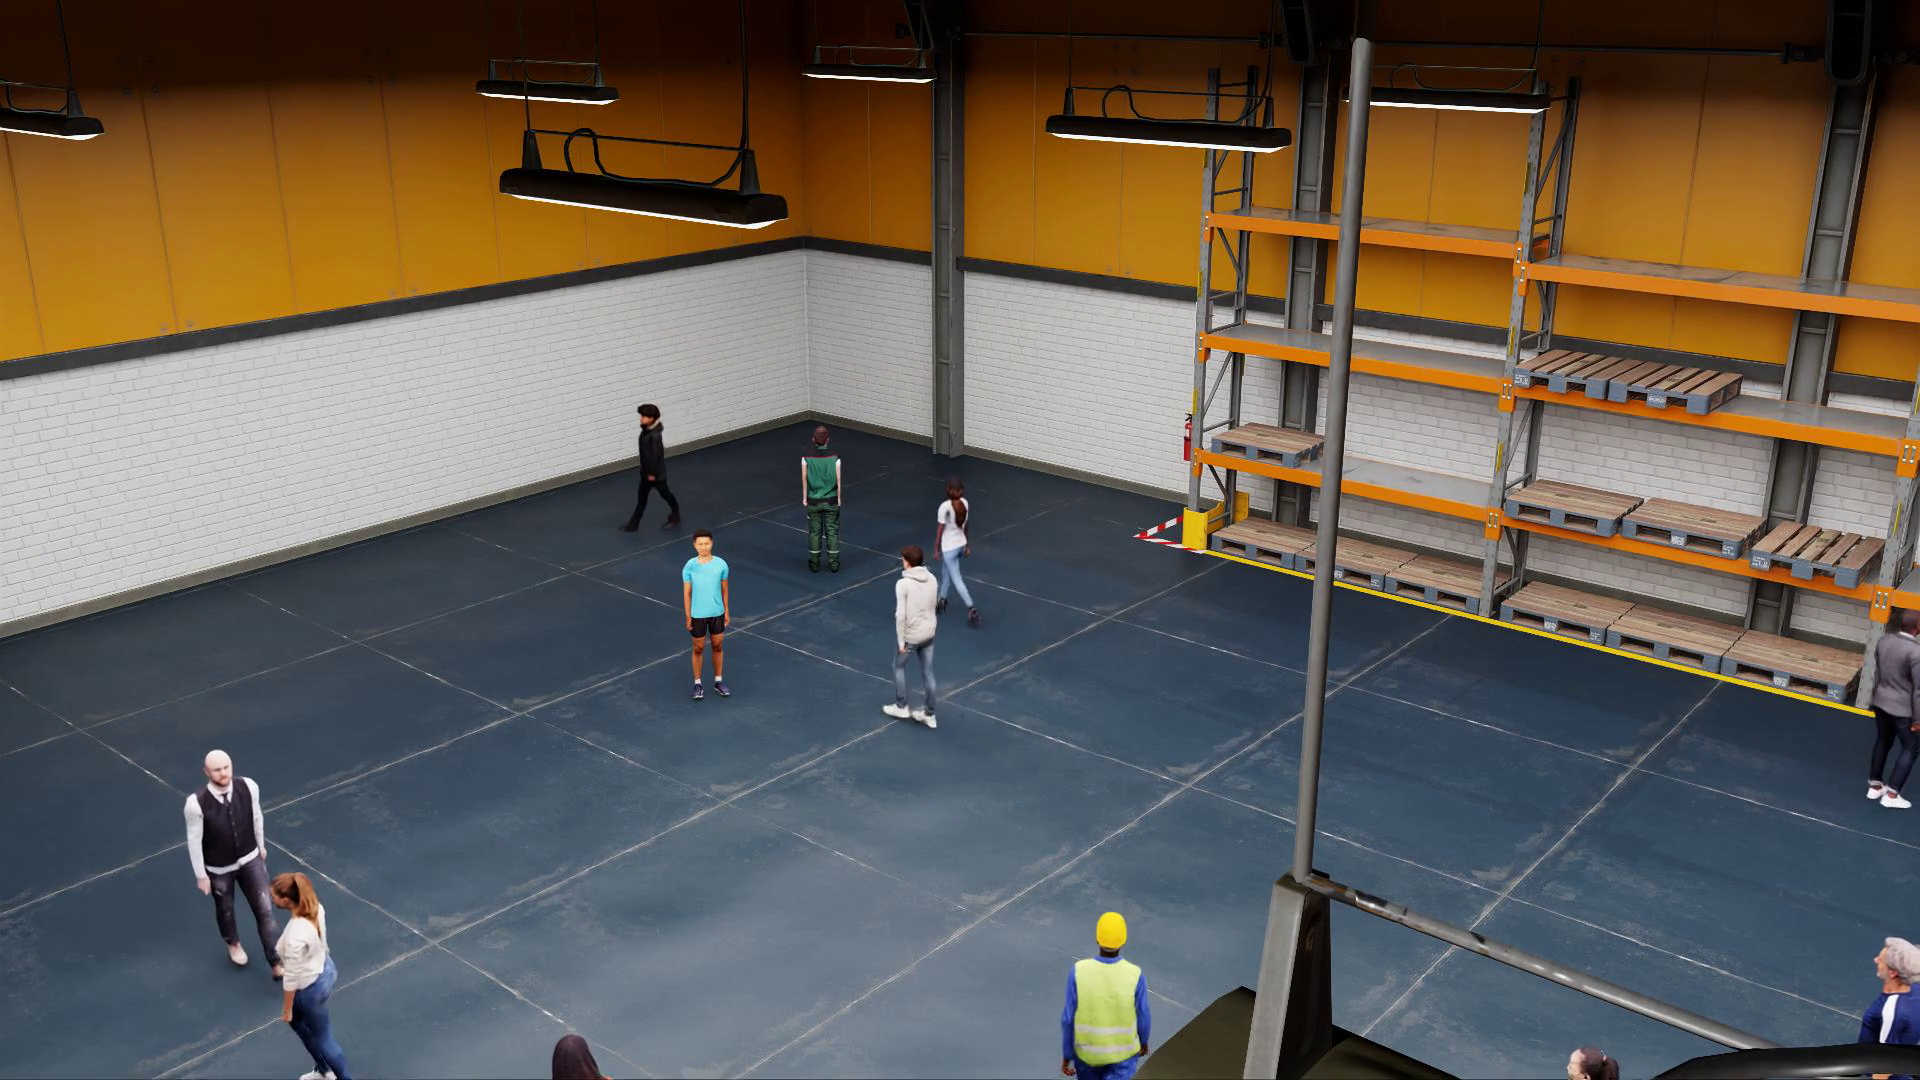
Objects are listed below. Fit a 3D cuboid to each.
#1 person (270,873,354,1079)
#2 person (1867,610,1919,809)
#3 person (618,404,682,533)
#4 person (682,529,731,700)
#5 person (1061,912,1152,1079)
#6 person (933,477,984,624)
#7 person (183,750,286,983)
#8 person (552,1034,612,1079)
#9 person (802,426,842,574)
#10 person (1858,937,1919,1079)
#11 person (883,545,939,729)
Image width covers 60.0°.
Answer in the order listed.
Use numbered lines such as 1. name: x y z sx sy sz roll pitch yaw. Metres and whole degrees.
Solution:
1. person: -4.064 2.882 10.676 0.839 1.709 0.782 0 19 1
2. person: 8.204 1.486 14.660 0.943 1.812 0.835 -4 19 -12
3. person: -3.976 -0.933 21.975 0.901 1.729 1.119 -13 22 -33
4. person: -2.583 0.741 16.930 0.692 1.777 0.699 -6 20 -17
5. person: 0.859 3.101 9.918 1.153 1.778 1.122 2 19 6
6. person: -0.018 0.144 18.850 1.107 1.682 0.618 17 25 40
7. person: -5.348 2.348 12.153 0.832 1.779 1.224 -16 25 -40
8. person: -2.008 3.433 8.978 0.695 1.749 0.683 -10 21 -26
9. person: -1.699 -0.508 20.537 0.704 1.841 0.775 -1 19 -2
10. person: 5.372 3.145 9.695 0.533 1.838 0.626 16 24 39
11. person: -0.353 0.959 16.190 0.760 1.834 0.883 -14 23 -36
